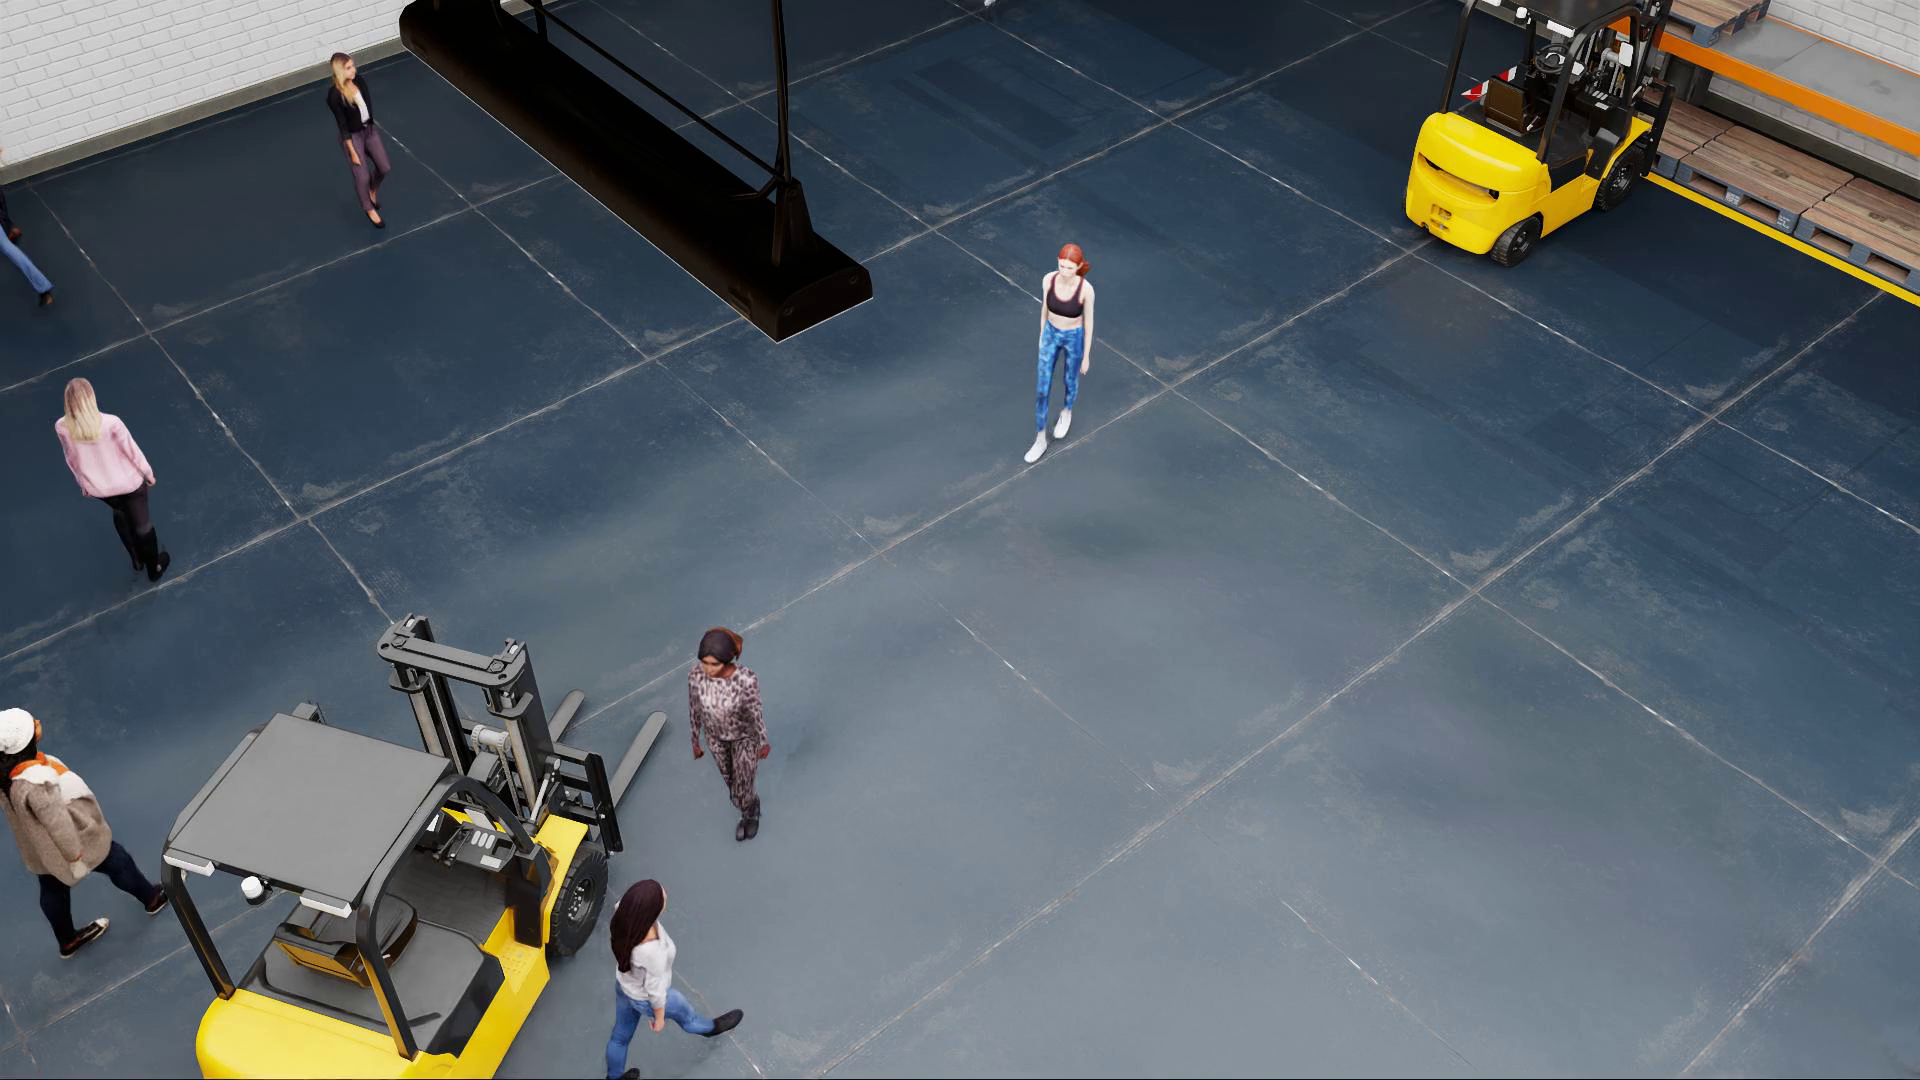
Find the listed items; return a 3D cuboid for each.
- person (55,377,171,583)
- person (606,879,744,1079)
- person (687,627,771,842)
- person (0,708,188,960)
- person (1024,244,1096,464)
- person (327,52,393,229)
[{"bbox_3d":[-5.719,-0.337,11.194,0.724,1.675,0.759,-3,44,-3],"label":"person"},{"bbox_3d":[-1.666,2.346,8.454,0.679,1.570,0.966,-33,53,-30],"label":"person"},{"bbox_3d":[-1.291,1.092,9.669,0.705,1.709,0.779,13,45,13],"label":"person"},{"bbox_3d":[-4.968,1.645,8.979,1.022,1.861,0.971,19,47,19],"label":"person"},{"bbox_3d":[0.802,-1.475,12.325,0.966,1.763,0.920,16,46,16],"label":"person"},{"bbox_3d":[-5.313,-3.499,14.524,0.752,1.660,0.715,22,48,21],"label":"person"}]
